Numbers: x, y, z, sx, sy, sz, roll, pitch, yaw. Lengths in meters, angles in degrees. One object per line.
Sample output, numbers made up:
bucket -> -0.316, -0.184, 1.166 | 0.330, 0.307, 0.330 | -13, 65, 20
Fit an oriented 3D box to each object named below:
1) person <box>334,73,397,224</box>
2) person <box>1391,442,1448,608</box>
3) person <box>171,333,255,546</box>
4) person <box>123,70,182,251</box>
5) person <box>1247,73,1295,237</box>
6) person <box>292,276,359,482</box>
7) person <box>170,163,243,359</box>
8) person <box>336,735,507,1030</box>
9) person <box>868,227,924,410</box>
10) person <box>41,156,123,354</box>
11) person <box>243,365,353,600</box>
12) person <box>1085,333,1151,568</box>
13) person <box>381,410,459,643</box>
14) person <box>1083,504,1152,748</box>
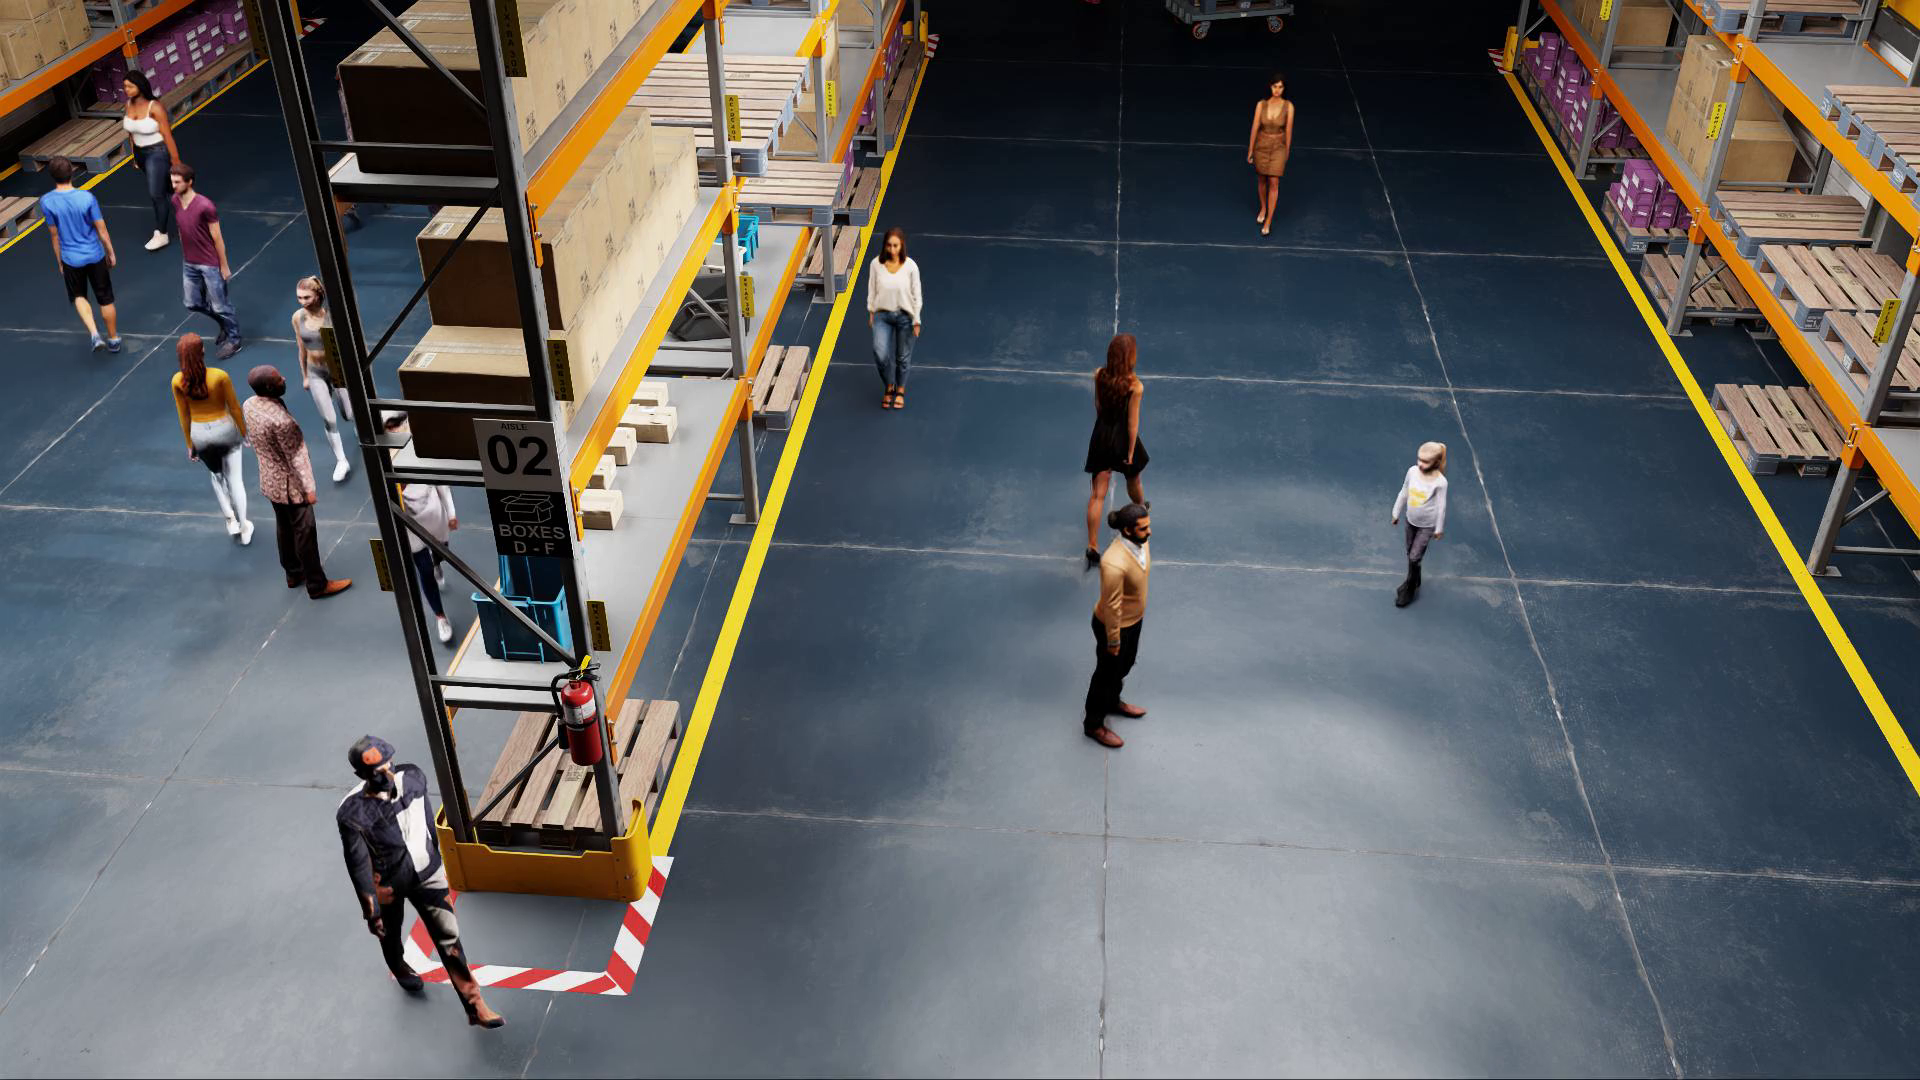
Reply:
person -> -6.364, -4.197, 17.653 | 0.895, 1.682, 1.181 | 19, 38, 26
person -> 3.353, -0.161, 11.954 | 0.731, 1.269, 0.672 | -24, 41, -32
person -> -5.521, -0.694, 12.331 | 0.667, 1.739, 0.697 | -8, 34, -12
person -> -8.280, -3.992, 17.266 | 0.939, 1.769, 1.280 | 15, 36, 21
person -> 3.277, -4.113, 17.543 | 0.708, 1.664, 0.947 | 12, 35, 17
person -> -5.039, -1.350, 13.372 | 0.656, 1.680, 1.009 | -1, 34, -2
person -> -6.771, -2.558, 15.047 | 0.785, 1.837, 0.789 | 15, 36, 21
person -> -2.944, 1.715, 8.612 | 1.216, 1.843, 1.216 | 27, 42, 35
person -> -0.540, -1.931, 14.251 | 0.643, 1.673, 0.609 | 5, 34, 7
person -> -7.867, -2.496, 14.935 | 0.853, 1.859, 0.951 | -15, 36, -21
person -> -4.808, -0.422, 11.860 | 0.778, 1.808, 0.798 | 25, 41, 32
person -> 1.068, -0.616, 12.165 | 0.901, 1.792, 1.188 | 18, 38, 25
person -> -3.759, -0.198, 11.573 | 0.971, 1.753, 1.178 | -14, 36, -21
person -> 0.998, 0.511, 10.512 | 0.789, 1.746, 0.637 | 16, 37, 23
